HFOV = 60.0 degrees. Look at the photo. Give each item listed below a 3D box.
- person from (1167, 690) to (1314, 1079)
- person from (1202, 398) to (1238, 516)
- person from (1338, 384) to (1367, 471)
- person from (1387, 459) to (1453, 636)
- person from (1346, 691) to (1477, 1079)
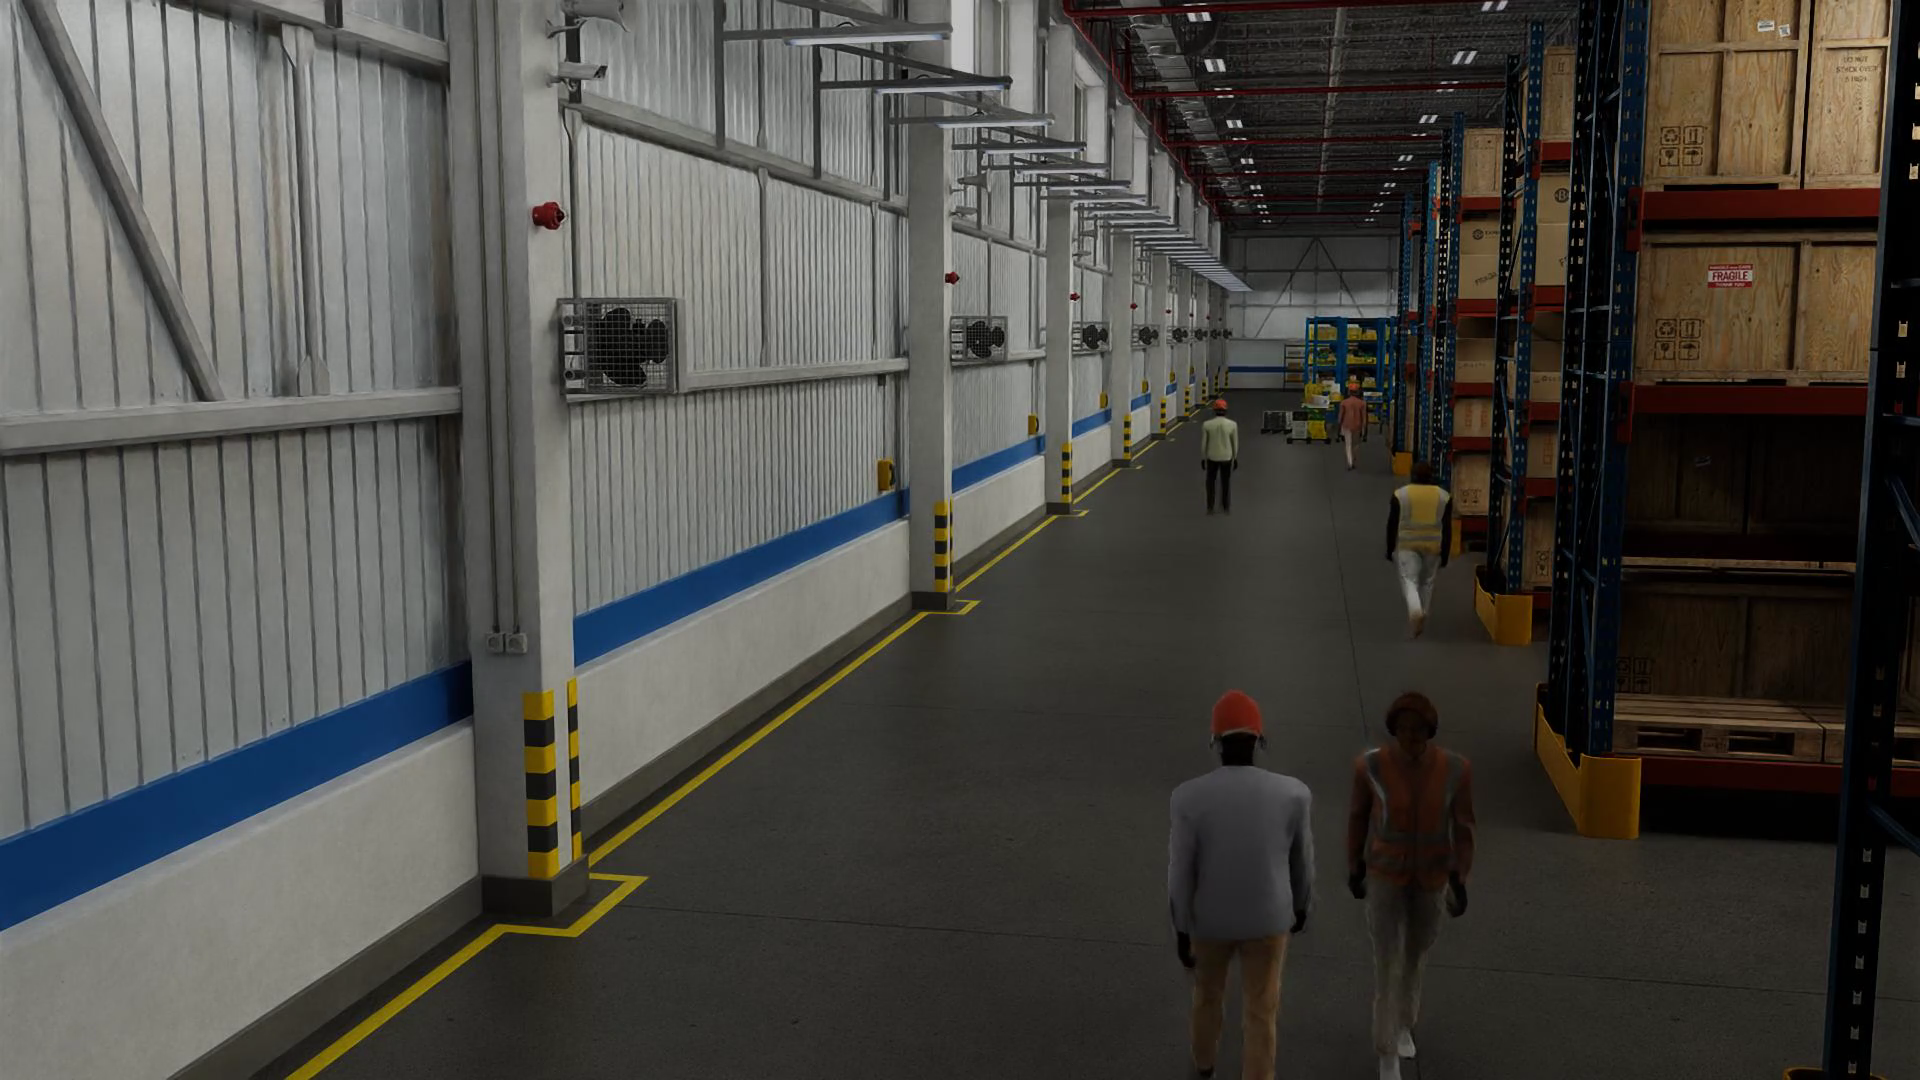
[{"bbox_3d":[1.101,1.437,6.547,0.575,1.700,0.918,1,7,6],"label":"person"},{"bbox_3d":[4.392,-1.397,28.100,0.617,1.995,0.386,1,7,8],"label":"person"},{"bbox_3d":[8.805,-2.530,37.337,0.622,1.956,0.981,1,7,7],"label":"person"},{"bbox_3d":[4.696,0.086,16.959,0.636,1.816,0.731,0,7,4],"label":"person"},{"bbox_3d":[1.879,1.436,6.912,0.506,1.608,0.694,1,7,6],"label":"person"}]
